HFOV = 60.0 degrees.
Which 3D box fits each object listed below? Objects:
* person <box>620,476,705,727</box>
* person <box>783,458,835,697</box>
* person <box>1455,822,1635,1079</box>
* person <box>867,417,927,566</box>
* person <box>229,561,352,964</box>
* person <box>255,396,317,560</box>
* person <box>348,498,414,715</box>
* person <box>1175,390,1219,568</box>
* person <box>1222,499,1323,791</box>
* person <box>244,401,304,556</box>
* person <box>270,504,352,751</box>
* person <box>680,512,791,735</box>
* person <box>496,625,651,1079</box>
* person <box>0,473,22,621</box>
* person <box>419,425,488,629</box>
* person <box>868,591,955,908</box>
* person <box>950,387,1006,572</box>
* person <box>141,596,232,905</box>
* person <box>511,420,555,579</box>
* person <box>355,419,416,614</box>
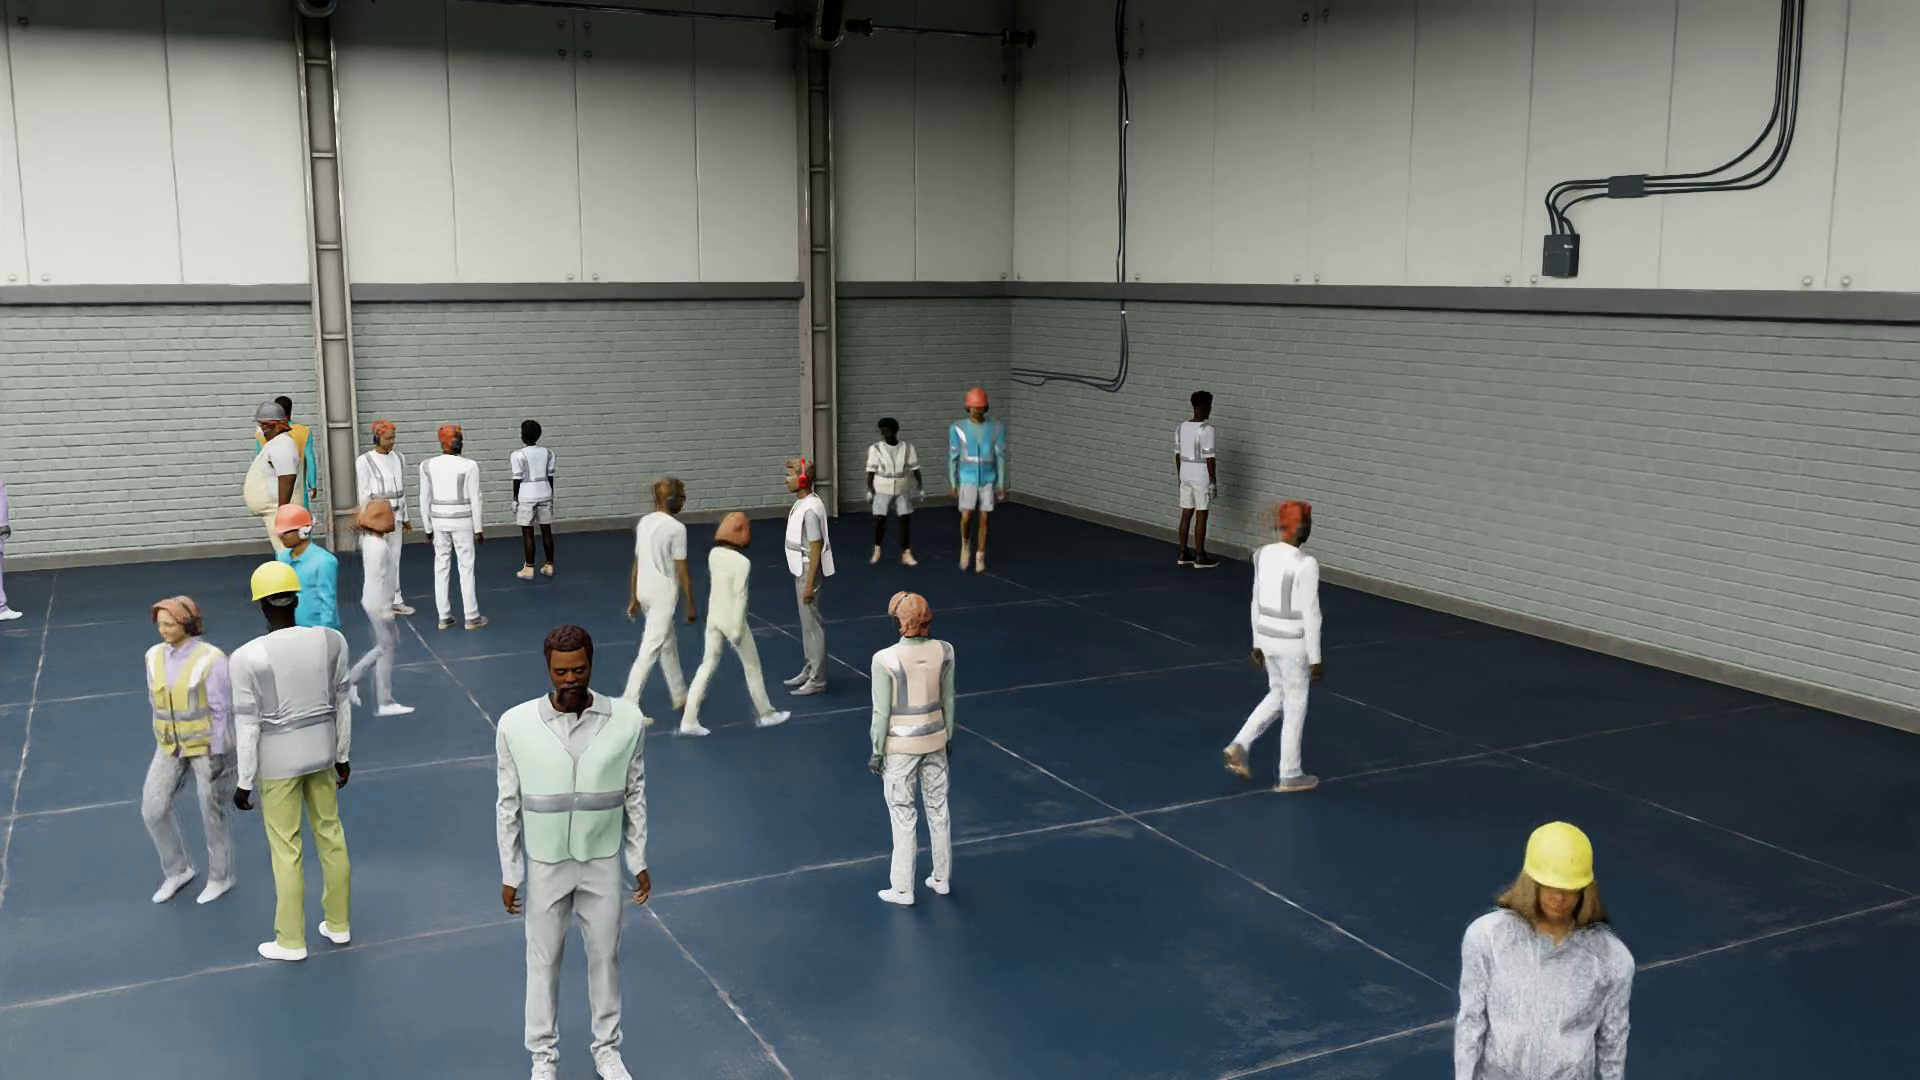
[{"bbox_3d":[-2.210,0.440,12.115,0.533,1.798,0.901,9,13,43],"label":"person"},{"bbox_3d":[-1.168,0.283,12.876,0.392,1.847,0.563,-2,9,-11],"label":"person"},{"bbox_3d":[1.738,1.630,4.980,0.477,1.717,0.794,4,10,24],"label":"person"},{"bbox_3d":[-0.714,-0.545,18.512,0.659,1.682,0.410,-2,9,-14],"label":"person"},{"bbox_3d":[-3.181,1.053,7.922,0.382,1.917,0.585,7,12,38],"label":"person"},{"bbox_3d":[-7.348,-0.614,18.188,0.593,1.920,0.391,-3,10,-17],"label":"person"},{"bbox_3d":[-4.315,0.501,12.215,0.439,1.624,0.501,-4,10,-23],"label":"person"},{"bbox_3d":[2.636,-0.679,18.439,0.361,1.963,0.618,-6,11,-31],"label":"person"},{"bbox_3d":[1.998,0.675,10.406,0.543,1.872,0.587,-4,10,-25],"label":"person"},{"bbox_3d":[-6.608,-0.326,16.038,0.536,2.000,0.688,-4,10,-22],"label":"person"},{"bbox_3d":[-4.386,0.614,11.170,0.579,1.738,0.390,6,11,31],"label":"person"},{"bbox_3d":[-1.641,0.590,11.788,0.859,1.590,0.511,-9,13,-43],"label":"person"},{"bbox_3d":[-1.523,1.269,6.580,0.588,1.920,0.391,-3,10,-19],"label":"person"},{"bbox_3d":[-9.171,-0.175,15.541,0.638,1.902,0.407,1,9,5],"label":"person"},{"bbox_3d":[-4.640,-0.115,15.230,0.575,1.880,0.359,1,9,8],"label":"person"},{"bbox_3d":[-0.242,1.079,8.615,0.521,1.638,0.311,-7,11,-35],"label":"person"},{"bbox_3d":[0.200,-0.644,18.054,0.609,2.026,0.460,-1,9,-5],"label":"person"},{"bbox_3d":[-3.981,1.098,8.560,0.518,1.625,0.454,2,9,13],"label":"person"},{"bbox_3d":[-4.557,-0.436,17.764,0.317,1.700,0.539,8,12,41],"label":"person"},{"bbox_3d":[-5.419,-0.194,15.706,0.355,1.885,0.575,4,10,22],"label":"person"}]
